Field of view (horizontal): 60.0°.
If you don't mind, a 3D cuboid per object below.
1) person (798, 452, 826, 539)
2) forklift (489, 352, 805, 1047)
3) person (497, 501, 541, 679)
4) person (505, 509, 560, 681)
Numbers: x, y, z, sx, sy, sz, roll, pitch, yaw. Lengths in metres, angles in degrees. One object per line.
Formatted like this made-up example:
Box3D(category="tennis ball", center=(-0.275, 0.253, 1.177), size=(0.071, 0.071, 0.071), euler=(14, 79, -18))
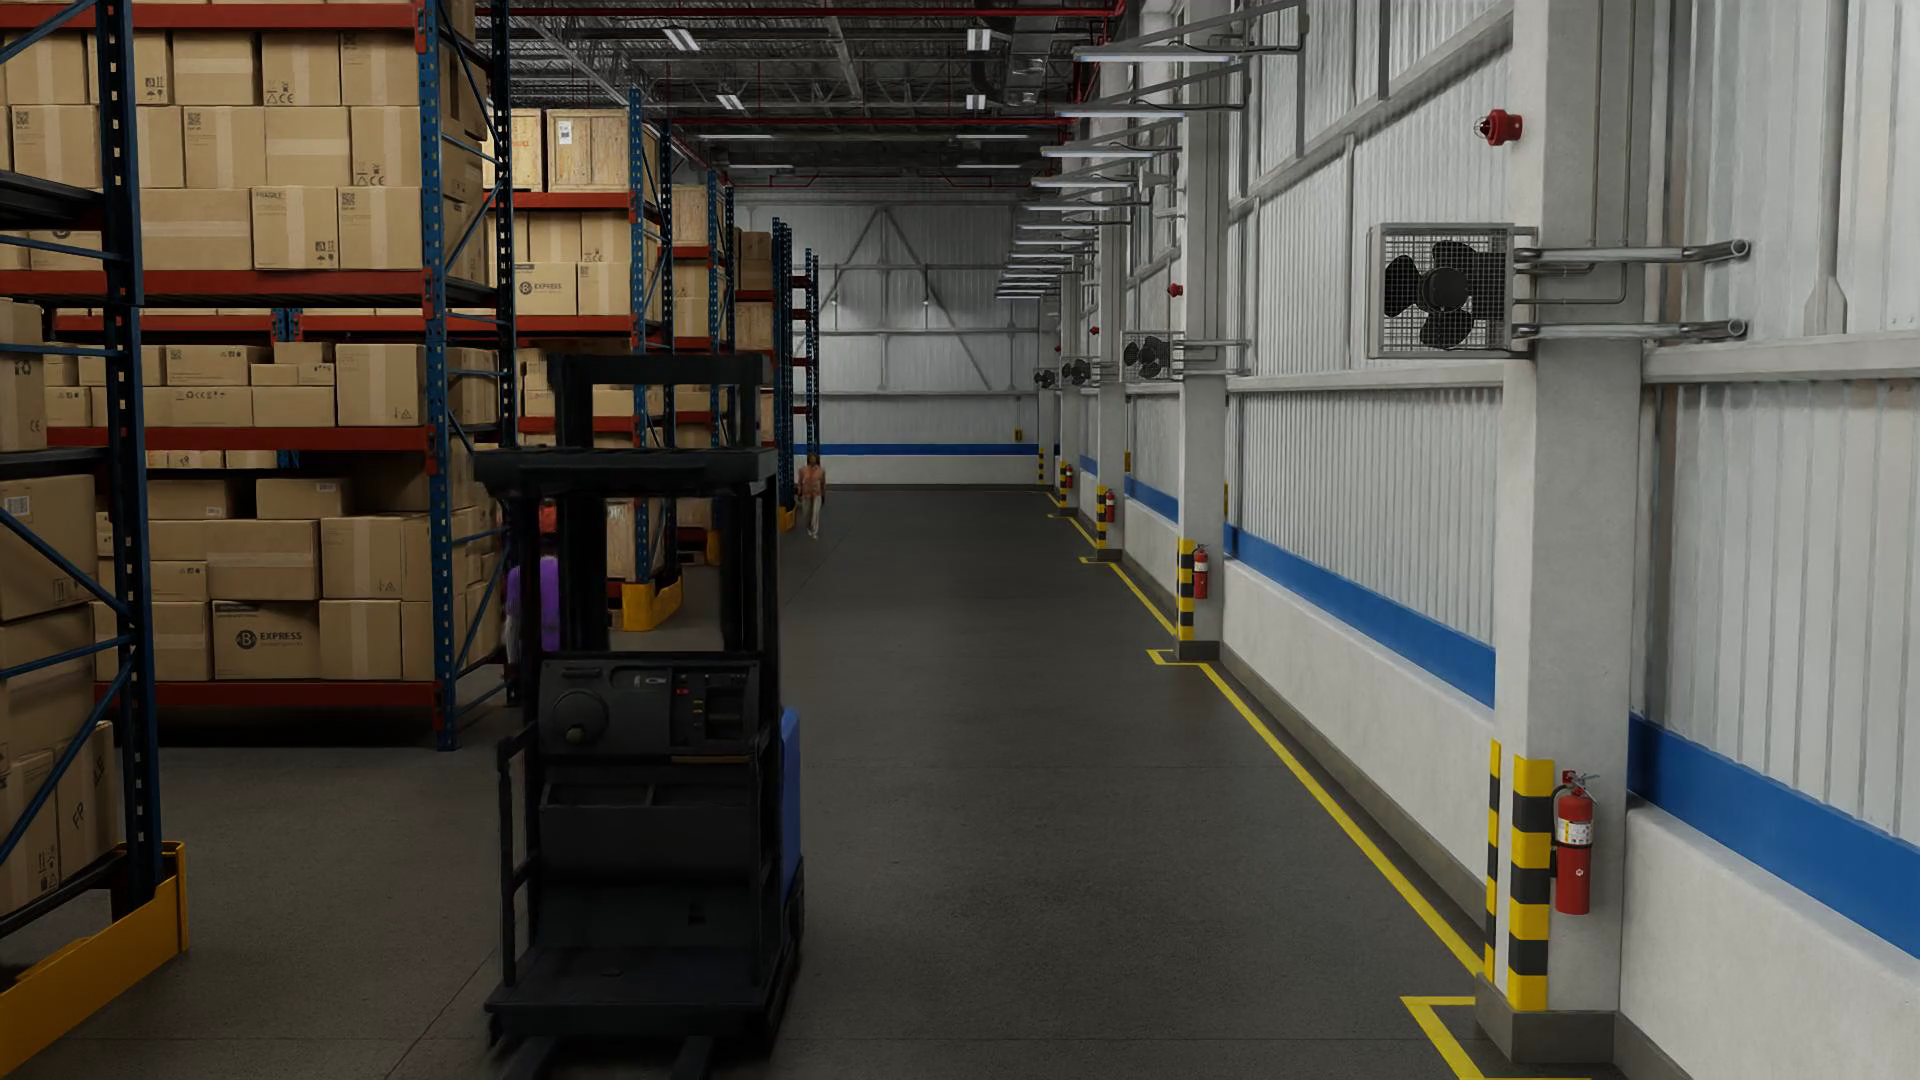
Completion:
Box3D(category="person", center=(-2.734, -0.831, 30.801), size=(0.529, 1.623, 0.505), euler=(0, 5, 0))
Box3D(category="forklift", center=(-1.308, 0.559, 7.401), size=(1.129, 2.768, 1.873), euler=(0, 5, 0))
Box3D(category="person", center=(-3.946, 0.385, 15.161), size=(0.719, 1.890, 0.646), euler=(2, 5, 27))
Box3D(category="person", center=(-2.719, 0.737, 11.035), size=(0.565, 1.882, 0.975), euler=(-1, 5, -13))
